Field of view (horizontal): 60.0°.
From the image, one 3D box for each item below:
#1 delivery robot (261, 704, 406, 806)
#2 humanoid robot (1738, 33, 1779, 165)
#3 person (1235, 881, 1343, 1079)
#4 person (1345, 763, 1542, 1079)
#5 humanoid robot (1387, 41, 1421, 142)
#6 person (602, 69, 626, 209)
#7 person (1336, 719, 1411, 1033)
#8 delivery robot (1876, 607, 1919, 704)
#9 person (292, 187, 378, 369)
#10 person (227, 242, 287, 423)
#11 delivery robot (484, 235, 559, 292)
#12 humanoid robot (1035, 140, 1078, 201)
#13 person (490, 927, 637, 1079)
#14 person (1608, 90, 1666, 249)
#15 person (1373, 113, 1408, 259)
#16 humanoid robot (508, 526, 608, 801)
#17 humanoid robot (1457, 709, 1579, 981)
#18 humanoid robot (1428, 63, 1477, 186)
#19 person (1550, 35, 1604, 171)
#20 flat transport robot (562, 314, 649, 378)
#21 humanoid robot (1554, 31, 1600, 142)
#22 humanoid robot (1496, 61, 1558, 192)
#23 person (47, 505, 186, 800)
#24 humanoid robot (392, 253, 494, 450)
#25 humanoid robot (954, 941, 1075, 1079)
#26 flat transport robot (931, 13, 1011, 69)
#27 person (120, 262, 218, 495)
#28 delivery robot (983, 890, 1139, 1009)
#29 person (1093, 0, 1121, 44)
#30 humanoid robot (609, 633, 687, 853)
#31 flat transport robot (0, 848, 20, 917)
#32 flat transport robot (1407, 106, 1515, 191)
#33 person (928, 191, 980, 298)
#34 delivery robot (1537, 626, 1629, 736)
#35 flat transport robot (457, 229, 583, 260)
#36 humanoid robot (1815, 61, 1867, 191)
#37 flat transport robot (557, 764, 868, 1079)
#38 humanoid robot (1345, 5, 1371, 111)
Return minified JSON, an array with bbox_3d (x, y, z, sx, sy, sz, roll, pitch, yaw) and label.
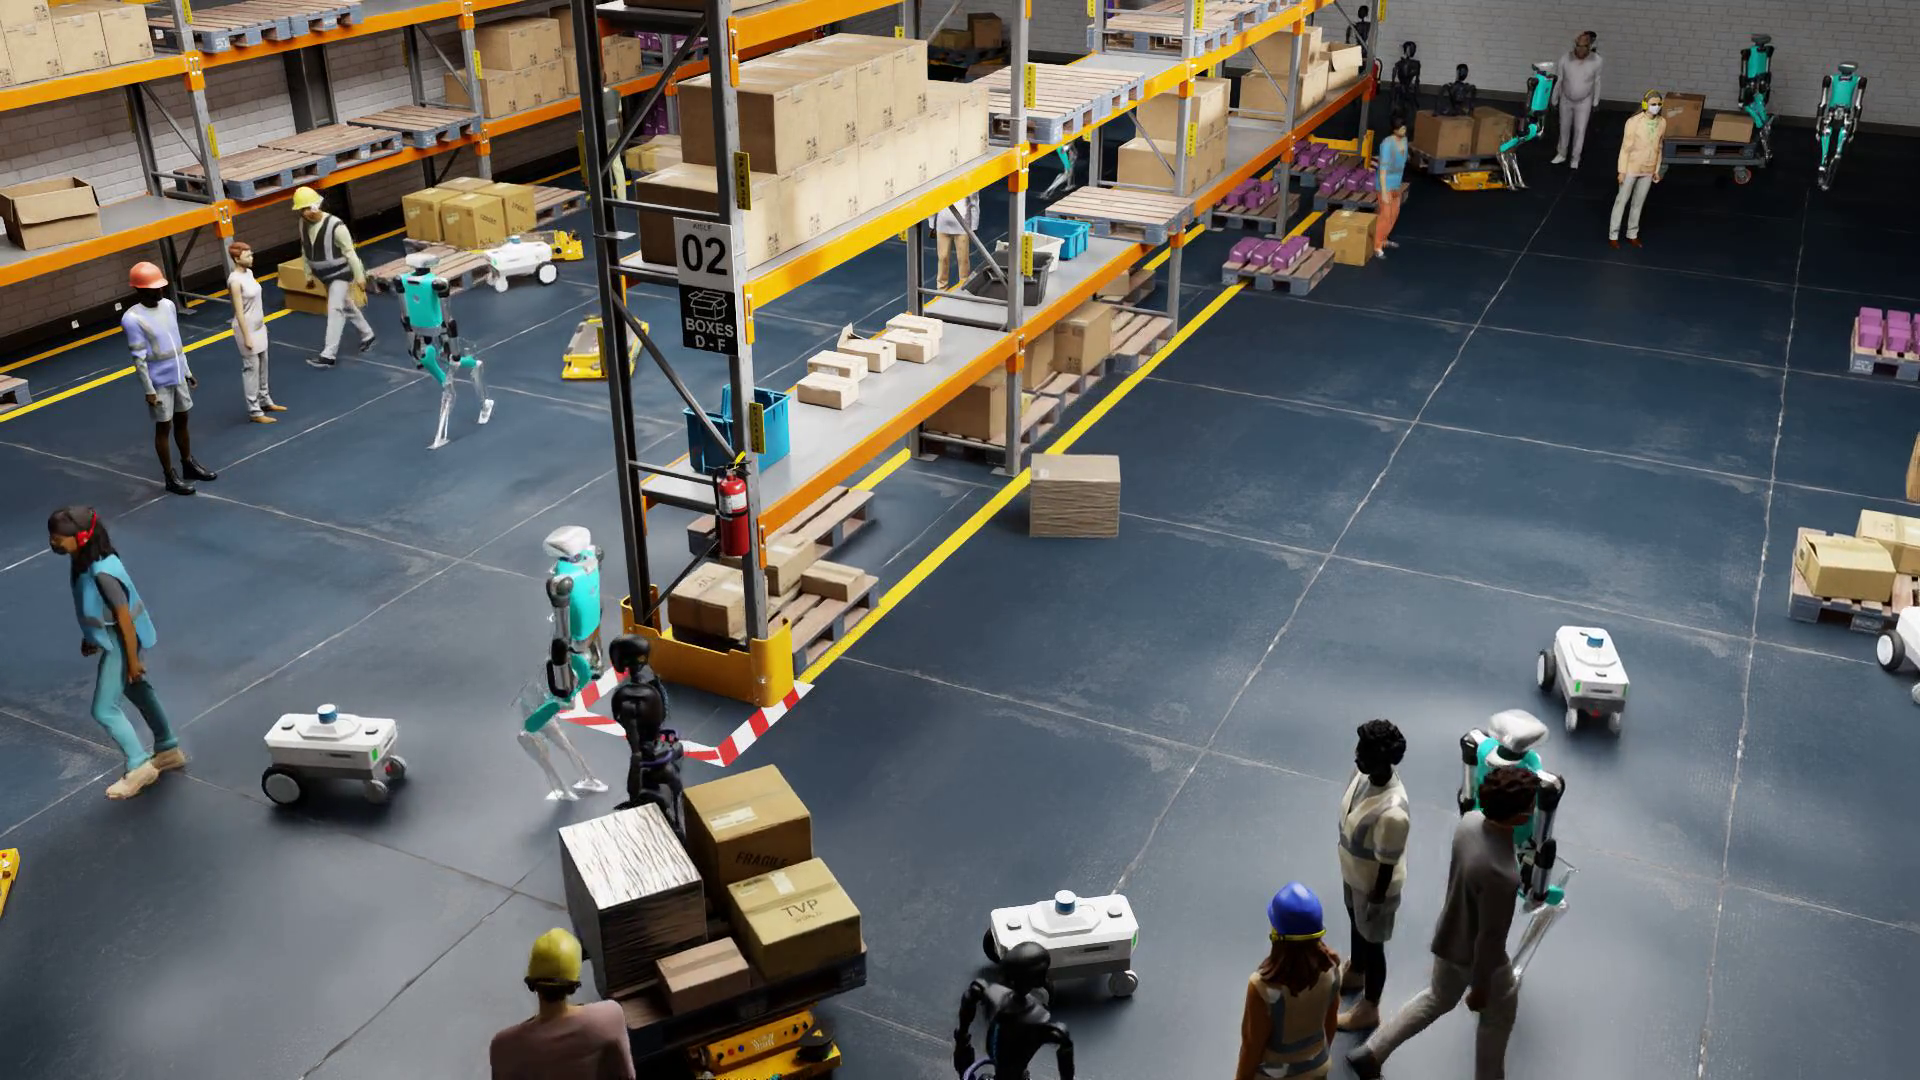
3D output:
[{"bbox_3d":[-3.746,1.255,9.914,0.774,0.588,0.499,2,26,5],"label":"delivery robot"},{"bbox_3d":[11.572,-6.282,23.870,0.557,1.822,0.901,-10,28,-19],"label":"humanoid robot"},{"bbox_3d":[1.302,2.142,6.749,0.470,1.778,0.322,-11,28,-21],"label":"person"},{"bbox_3d":[2.224,1.784,7.373,0.814,1.872,0.540,-5,27,-9],"label":"person"},{"bbox_3d":[6.410,-6.334,23.976,0.588,1.648,0.389,-16,30,-29],"label":"humanoid robot"},{"bbox_3d":[-4.554,-5.148,21.403,0.373,1.840,0.568,21,33,36],"label":"person"},{"bbox_3d":[1.955,1.590,7.962,0.320,1.694,0.533,-1,26,-2],"label":"person"},{"bbox_3d":[6.466,0.731,10.982,0.517,0.598,0.769,1,26,3],"label":"delivery robot"},{"bbox_3d":[-6.163,-2.602,16.330,0.622,1.770,0.948,16,30,29],"label":"person"},{"bbox_3d":[-6.393,-1.878,15.011,0.275,1.653,0.452,-1,26,-1],"label":"person"},{"bbox_3d":[-4.970,-3.138,18.809,0.811,0.608,0.499,-17,31,-31],"label":"delivery robot"},{"bbox_3d":[1.377,-5.323,21.913,1.020,1.747,0.540,-20,33,-35],"label":"humanoid robot"},{"bbox_3d":[-1.513,2.306,6.468,0.559,1.745,0.467,-13,29,-25],"label":"person"},{"bbox_3d":[8.132,-4.451,19.960,0.553,1.877,0.403,-5,27,-11],"label":"person"},{"bbox_3d":[5.065,-4.173,19.554,0.409,1.734,0.617,23,34,38],"label":"person"},{"bbox_3d":[-2.364,0.731,9.634,0.669,1.778,0.538,6,27,12],"label":"humanoid robot"},{"bbox_3d":[2.739,1.560,8.069,0.808,1.845,0.544,-18,31,-32],"label":"humanoid robot"},{"bbox_3d":[6.690,-5.643,22.607,0.609,1.660,0.305,-2,26,-5],"label":"humanoid robot"},{"bbox_3d":[8.669,-6.180,23.486,0.672,1.859,0.805,12,29,22],"label":"person"},{"bbox_3d":[-3.551,-1.945,16.707,0.659,0.231,1.431,-1,26,-2],"label":"flat transport robot"},{"bbox_3d":[9.395,-6.800,24.962,0.696,1.633,0.589,0,26,1],"label":"humanoid robot"},{"bbox_3d":[7.515,-5.571,22.284,0.530,1.715,0.697,-18,32,-32],"label":"humanoid robot"},{"bbox_3d":[-5.004,0.638,9.708,0.637,1.847,0.528,-17,31,-31],"label":"person"},{"bbox_3d":[-4.480,-1.749,14.703,0.531,1.777,1.010,9,28,17],"label":"humanoid robot"},{"bbox_3d":[0.209,2.255,6.645,0.608,1.654,0.361,18,31,32],"label":"humanoid robot"},{"bbox_3d":[0.207,-8.772,30.497,1.431,0.231,0.659,21,33,36],"label":"flat transport robot"},{"bbox_3d":[-6.472,-1.330,13.584,0.358,1.939,0.542,7,27,13],"label":"person"},{"bbox_3d":[0.516,2.024,8.351,0.774,0.581,0.499,-5,27,-9],"label":"delivery robot"},{"bbox_3d":[2.584,-9.073,29.256,0.557,1.919,0.455,21,33,36],"label":"person"},{"bbox_3d":[-1.659,1.229,8.735,0.704,1.627,0.601,1,26,3],"label":"humanoid robot"},{"bbox_3d":[-5.370,2.065,8.607,0.659,0.231,1.431,-8,27,-16],"label":"flat transport robot"},{"bbox_3d":[6.886,-5.136,23.153,0.659,0.231,1.431,-6,27,-12],"label":"flat transport robot"},{"bbox_3d":[-0.078,-3.391,17.953,0.572,1.748,0.341,7,27,13],"label":"person"},{"bbox_3d":[4.051,0.865,10.727,0.499,0.611,0.815,4,27,7],"label":"delivery robot"},{"bbox_3d":[-5.231,-3.467,19.781,1.431,0.231,0.659,-6,27,-13],"label":"flat transport robot"},{"bbox_3d":[11.642,-5.424,22.140,0.552,1.760,1.042,13,29,24],"label":"humanoid robot"},{"bbox_3d":[-1.183,2.218,8.298,0.659,0.231,1.431,-13,29,-25],"label":"flat transport robot"},{"bbox_3d":[6.543,-7.864,27.119,0.589,1.641,0.700,-7,27,-14],"label":"humanoid robot"}]
